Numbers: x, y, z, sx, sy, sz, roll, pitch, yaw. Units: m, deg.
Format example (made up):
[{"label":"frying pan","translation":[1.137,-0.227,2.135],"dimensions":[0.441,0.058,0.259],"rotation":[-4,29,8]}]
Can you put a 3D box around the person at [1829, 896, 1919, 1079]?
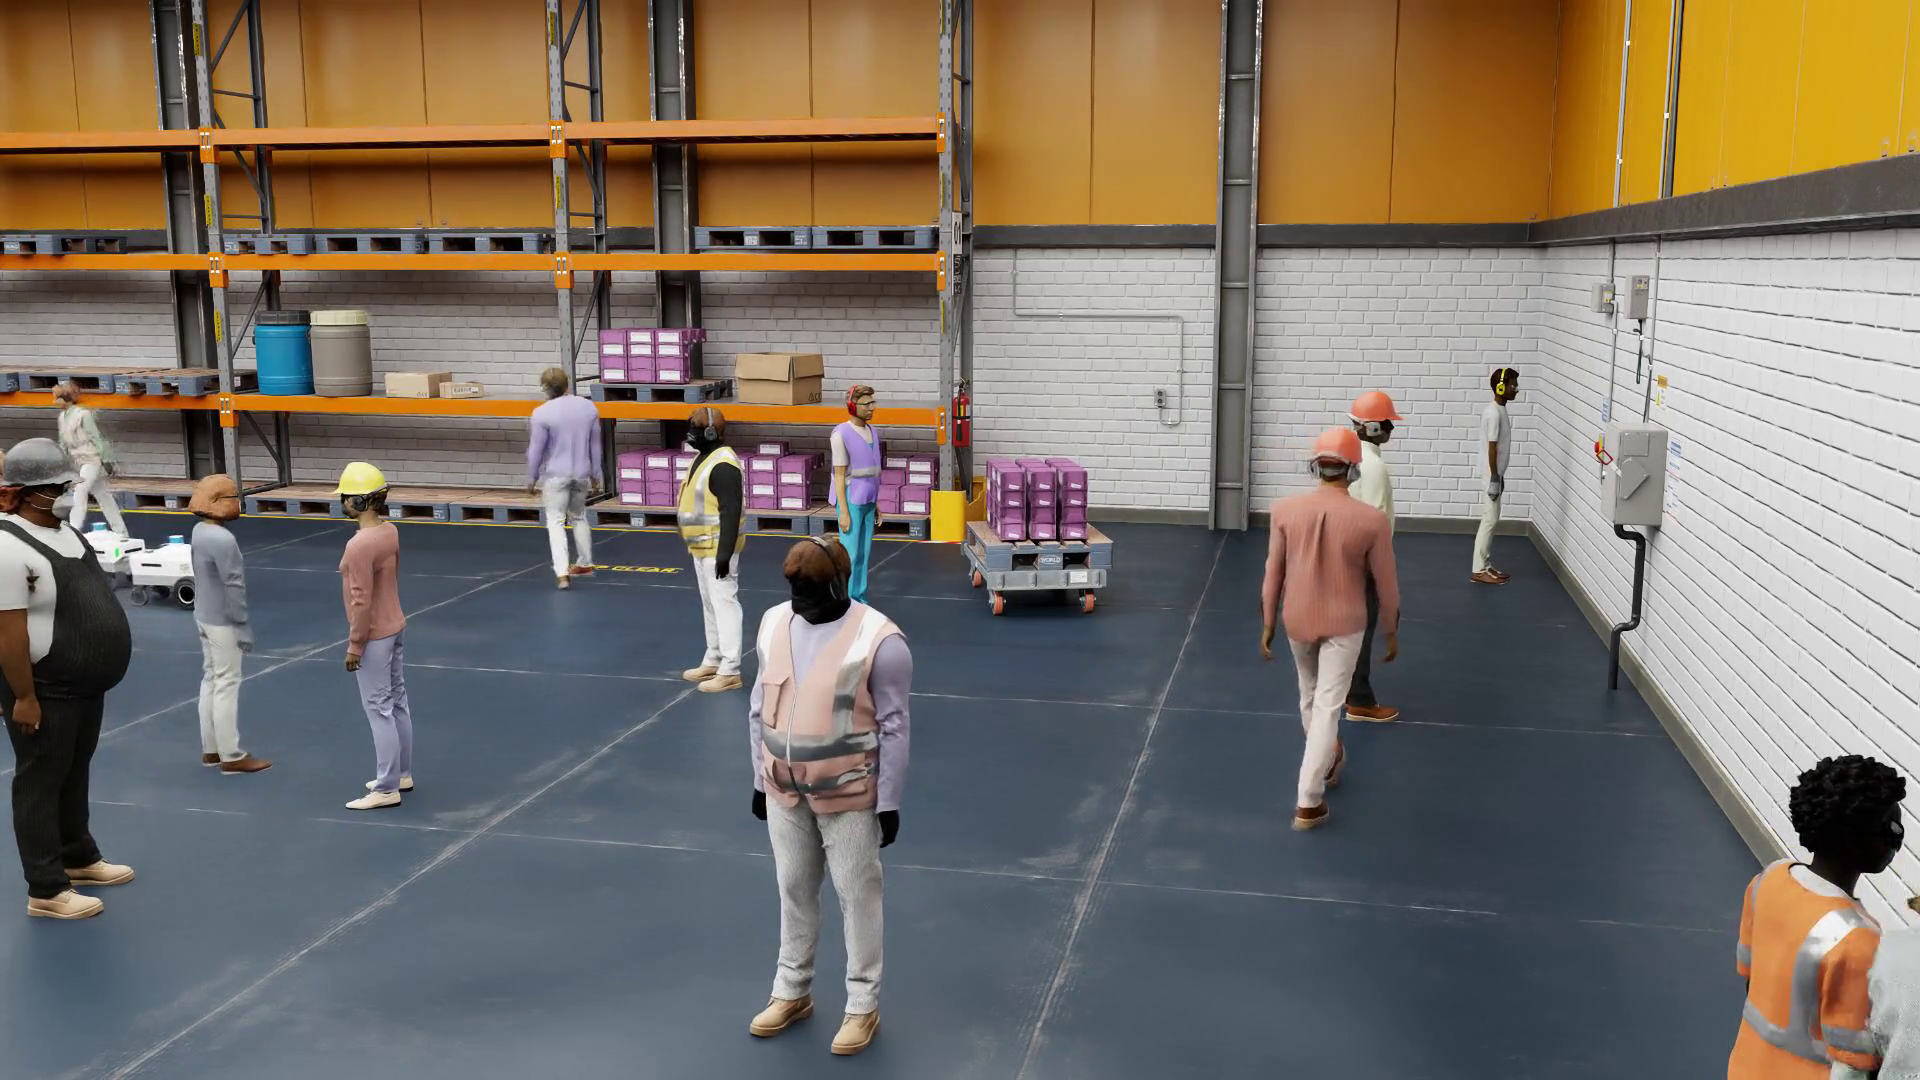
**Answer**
[{"label":"person","translation":[1.917,1.378,3.360],"dimensions":[0.772,1.698,0.508],"rotation":[-5,11,-26]}]

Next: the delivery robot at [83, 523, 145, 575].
[{"label":"delivery robot","translation":[-7.250,0.096,14.052],"dimensions":[0.707,0.478,0.477],"rotation":[4,10,20]}]

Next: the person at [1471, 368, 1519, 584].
[{"label":"person","translation":[4.616,-0.549,14.310],"dimensions":[0.331,1.862,0.499],"rotation":[3,10,19]}]

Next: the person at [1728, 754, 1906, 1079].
[{"label":"person","translation":[1.933,1.308,3.777],"dimensions":[0.317,1.695,0.540],"rotation":[0,10,3]}]

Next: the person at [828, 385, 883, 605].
[{"label":"person","translation":[-0.782,-0.248,12.546],"dimensions":[0.389,1.847,0.563],"rotation":[4,11,24]}]

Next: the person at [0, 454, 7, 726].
[{"label":"person","translation":[-5.715,0.292,9.981],"dimensions":[0.497,1.633,0.285],"rotation":[9,13,43]}]

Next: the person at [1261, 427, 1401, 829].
[{"label":"person","translation":[1.900,0.405,8.370],"dimensions":[0.658,1.943,0.989],"rotation":[6,11,31]}]

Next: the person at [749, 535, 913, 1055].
[{"label":"person","translation":[-0.481,0.887,5.866],"dimensions":[0.621,1.837,0.430],"rotation":[5,11,28]}]

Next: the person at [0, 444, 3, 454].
[{"label":"person","translation":[-7.563,-0.297,12.638],"dimensions":[0.802,1.908,0.640],"rotation":[9,13,43]}]

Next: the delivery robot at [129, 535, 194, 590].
[{"label":"delivery robot","translation":[-6.297,0.206,13.400],"dimensions":[0.707,0.478,0.477],"rotation":[2,10,10]}]

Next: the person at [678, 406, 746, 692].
[{"label":"person","translation":[-1.603,0.057,10.758],"dimensions":[0.430,1.844,0.623],"rotation":[-4,10,-22]}]

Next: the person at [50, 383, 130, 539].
[{"label":"person","translation":[-8.503,-0.721,16.096],"dimensions":[0.526,1.578,0.835],"rotation":[8,13,41]}]

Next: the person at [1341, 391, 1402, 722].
[{"label":"person","translation":[2.455,0.093,10.084],"dimensions":[0.380,1.996,0.608],"rotation":[-1,10,-7]}]

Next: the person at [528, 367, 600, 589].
[{"label":"person","translation":[-3.373,-0.535,14.177],"dimensions":[0.653,1.883,0.665],"rotation":[9,13,44]}]

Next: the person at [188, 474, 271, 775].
[{"label":"person","translation":[-3.998,0.454,9.022],"dimensions":[0.272,1.633,0.506],"rotation":[-8,13,-40]}]

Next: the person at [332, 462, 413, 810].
[{"label":"person","translation":[-2.990,0.483,8.460],"dimensions":[0.308,1.769,0.525],"rotation":[0,10,-1]}]

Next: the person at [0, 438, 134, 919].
[{"label":"person","translation":[-3.835,0.571,7.123],"dimensions":[0.537,2.000,0.683],"rotation":[-1,10,-7]}]
